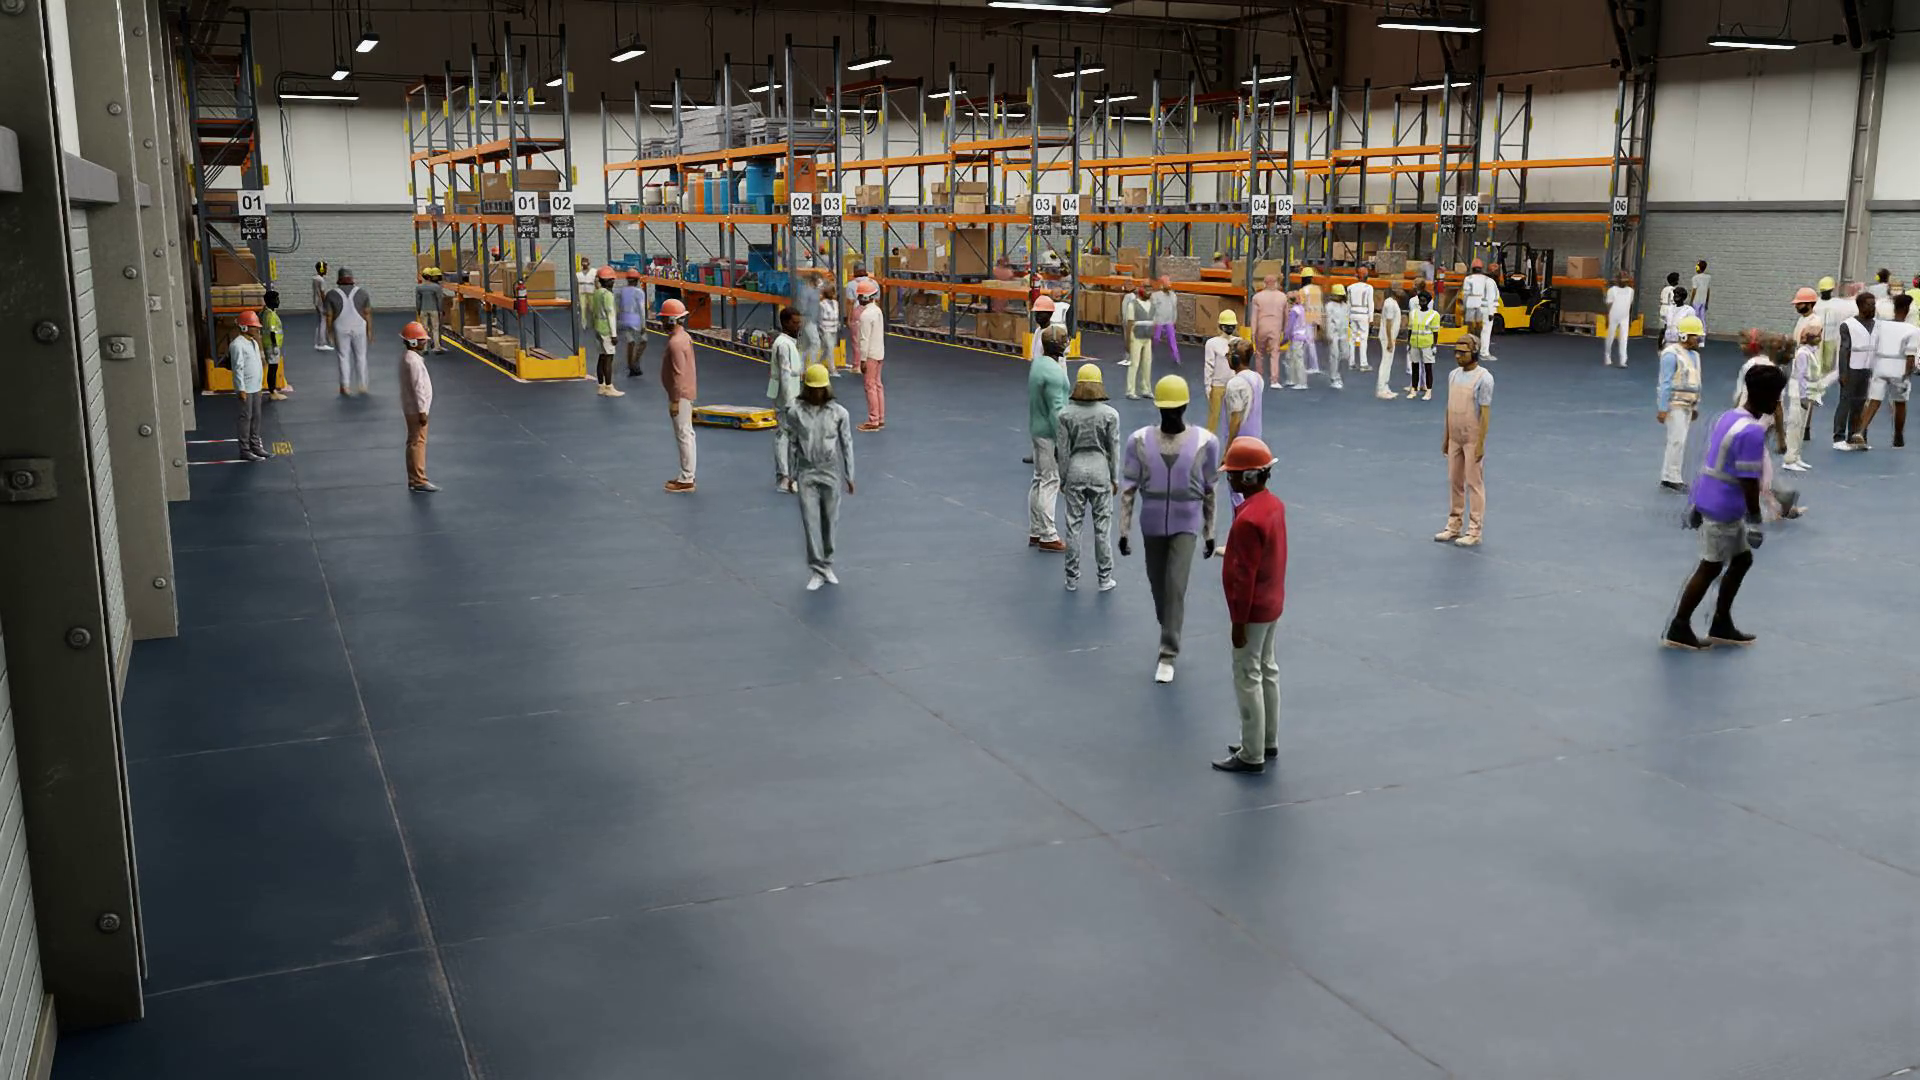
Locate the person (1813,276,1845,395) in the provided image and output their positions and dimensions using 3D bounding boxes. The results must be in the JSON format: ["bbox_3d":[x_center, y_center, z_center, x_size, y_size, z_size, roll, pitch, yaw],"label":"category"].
[{"bbox_3d":[13.560,-3.179,26.086,0.629,1.929,0.730,5,12,22],"label":"person"}]

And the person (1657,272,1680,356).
[{"bbox_3d":[14.210,-4.505,33.304,0.317,1.695,0.540,-1,11,-5],"label":"person"}]

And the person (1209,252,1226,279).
[{"bbox_3d":[7.443,-7.471,48.256,0.527,1.744,0.374,-5,12,-26],"label":"person"}]

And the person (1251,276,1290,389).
[{"bbox_3d":[5.150,-3.444,27.575,0.663,1.846,0.847,1,11,5],"label":"person"}]

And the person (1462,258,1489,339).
[{"bbox_3d":[10.743,-4.902,34.711,0.551,1.935,0.373,-1,11,-5],"label":"person"}]

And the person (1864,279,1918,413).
[{"bbox_3d":[13.418,-2.791,24.010,0.631,1.931,0.366,5,12,23],"label":"person"}]

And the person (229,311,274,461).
[{"bbox_3d":[-8.282,-1.799,19.433,0.350,1.743,0.564,0,11,1],"label":"person"}]

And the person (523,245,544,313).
[{"bbox_3d":[-12.343,-7.544,48.086,0.687,1.952,0.534,1,11,4],"label":"person"}]

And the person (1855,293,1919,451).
[{"bbox_3d":[11.261,-2.031,20.174,0.936,1.930,0.592,-10,15,-41],"label":"person"}]

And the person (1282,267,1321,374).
[{"bbox_3d":[6.173,-3.966,30.066,0.925,1.884,0.612,10,15,42],"label":"person"}]

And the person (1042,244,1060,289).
[{"bbox_3d":[3.041,-8.985,55.672,0.669,1.853,0.988,3,11,13],"label":"person"}]

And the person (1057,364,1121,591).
[{"bbox_3d":[0.985,-0.475,12.718,0.485,1.740,0.304,2,11,10],"label":"person"}]

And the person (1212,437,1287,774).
[{"bbox_3d":[1.488,0.332,8.606,0.351,1.743,0.573,5,12,26],"label":"person"}]

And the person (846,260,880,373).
[{"bbox_3d":[-1.801,-4.032,30.020,0.674,2.000,0.537,-8,13,-34],"label":"person"}]

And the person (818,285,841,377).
[{"bbox_3d":[-2.365,-3.702,29.437,0.682,1.614,0.533,7,13,32],"label":"person"}]

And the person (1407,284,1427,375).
[{"bbox_3d":[8.178,-3.772,29.723,0.307,1.641,0.514,11,15,43],"label":"person"}]

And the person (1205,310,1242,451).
[{"bbox_3d":[3.086,-1.784,19.298,0.533,1.768,0.311,-4,12,-18],"label":"person"}]

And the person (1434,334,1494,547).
[{"bbox_3d":[4.397,-0.868,14.462,0.339,1.839,0.504,-5,12,-25],"label":"person"}]

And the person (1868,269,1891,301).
[{"bbox_3d":[17.486,-4.237,31.638,0.509,1.816,0.981,3,11,14],"label":"person"}]

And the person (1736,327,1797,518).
[{"bbox_3d":[7.522,-1.076,15.586,0.596,1.816,0.686,-10,15,-41],"label":"person"}]

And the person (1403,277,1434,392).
[{"bbox_3d":[7.400,-3.302,26.817,0.506,1.842,0.342,-8,13,-34],"label":"person"}]

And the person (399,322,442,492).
[{"bbox_3d":[-5.620,-1.377,17.260,0.330,1.751,0.563,-6,13,-28],"label":"person"}]

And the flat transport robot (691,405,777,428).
[{"bbox_3d":[-3.100,-1.685,22.606,1.431,0.197,0.652,7,13,30],"label":"flat transport robot"}]

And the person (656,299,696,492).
[{"bbox_3d":[-2.923,-1.493,17.235,0.387,1.996,0.611,0,11,0],"label":"person"}]

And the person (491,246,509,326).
[{"bbox_3d":[-11.741,-6.451,42.309,0.615,2.043,0.373,-2,11,-12],"label":"person"}]

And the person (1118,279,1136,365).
[{"bbox_3d":[3.188,-4.131,31.564,0.283,1.633,0.497,-2,11,-10],"label":"person"}]

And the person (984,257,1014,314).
[{"bbox_3d":[0.939,-5.696,38.964,0.694,1.864,0.916,-4,12,-20],"label":"person"}]

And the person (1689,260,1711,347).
[{"bbox_3d":[15.847,-5.064,35.705,0.538,1.869,0.312,-4,12,-21],"label":"person"}]

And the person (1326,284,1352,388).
[{"bbox_3d":[6.240,-3.362,27.431,0.494,1.720,0.369,-6,12,-26],"label":"person"}]

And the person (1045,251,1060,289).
[{"bbox_3d":[2.754,-7.687,49.299,0.526,1.768,0.331,4,12,17],"label":"person"}]

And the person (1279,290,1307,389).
[{"bbox_3d":[5.449,-3.274,27.242,0.598,1.612,0.525,4,12,20],"label":"person"}]

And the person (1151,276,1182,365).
[{"bbox_3d":[3.897,-4.199,31.761,0.580,1.696,0.868,-5,12,-22],"label":"person"}]

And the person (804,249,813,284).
[{"bbox_3d":[-4.735,-8.235,52.147,0.348,1.743,0.572,-3,12,-17],"label":"person"}]

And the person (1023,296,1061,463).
[{"bbox_3d":[0.951,-1.807,18.965,0.344,1.942,0.548,-5,12,-23],"label":"person"}]
